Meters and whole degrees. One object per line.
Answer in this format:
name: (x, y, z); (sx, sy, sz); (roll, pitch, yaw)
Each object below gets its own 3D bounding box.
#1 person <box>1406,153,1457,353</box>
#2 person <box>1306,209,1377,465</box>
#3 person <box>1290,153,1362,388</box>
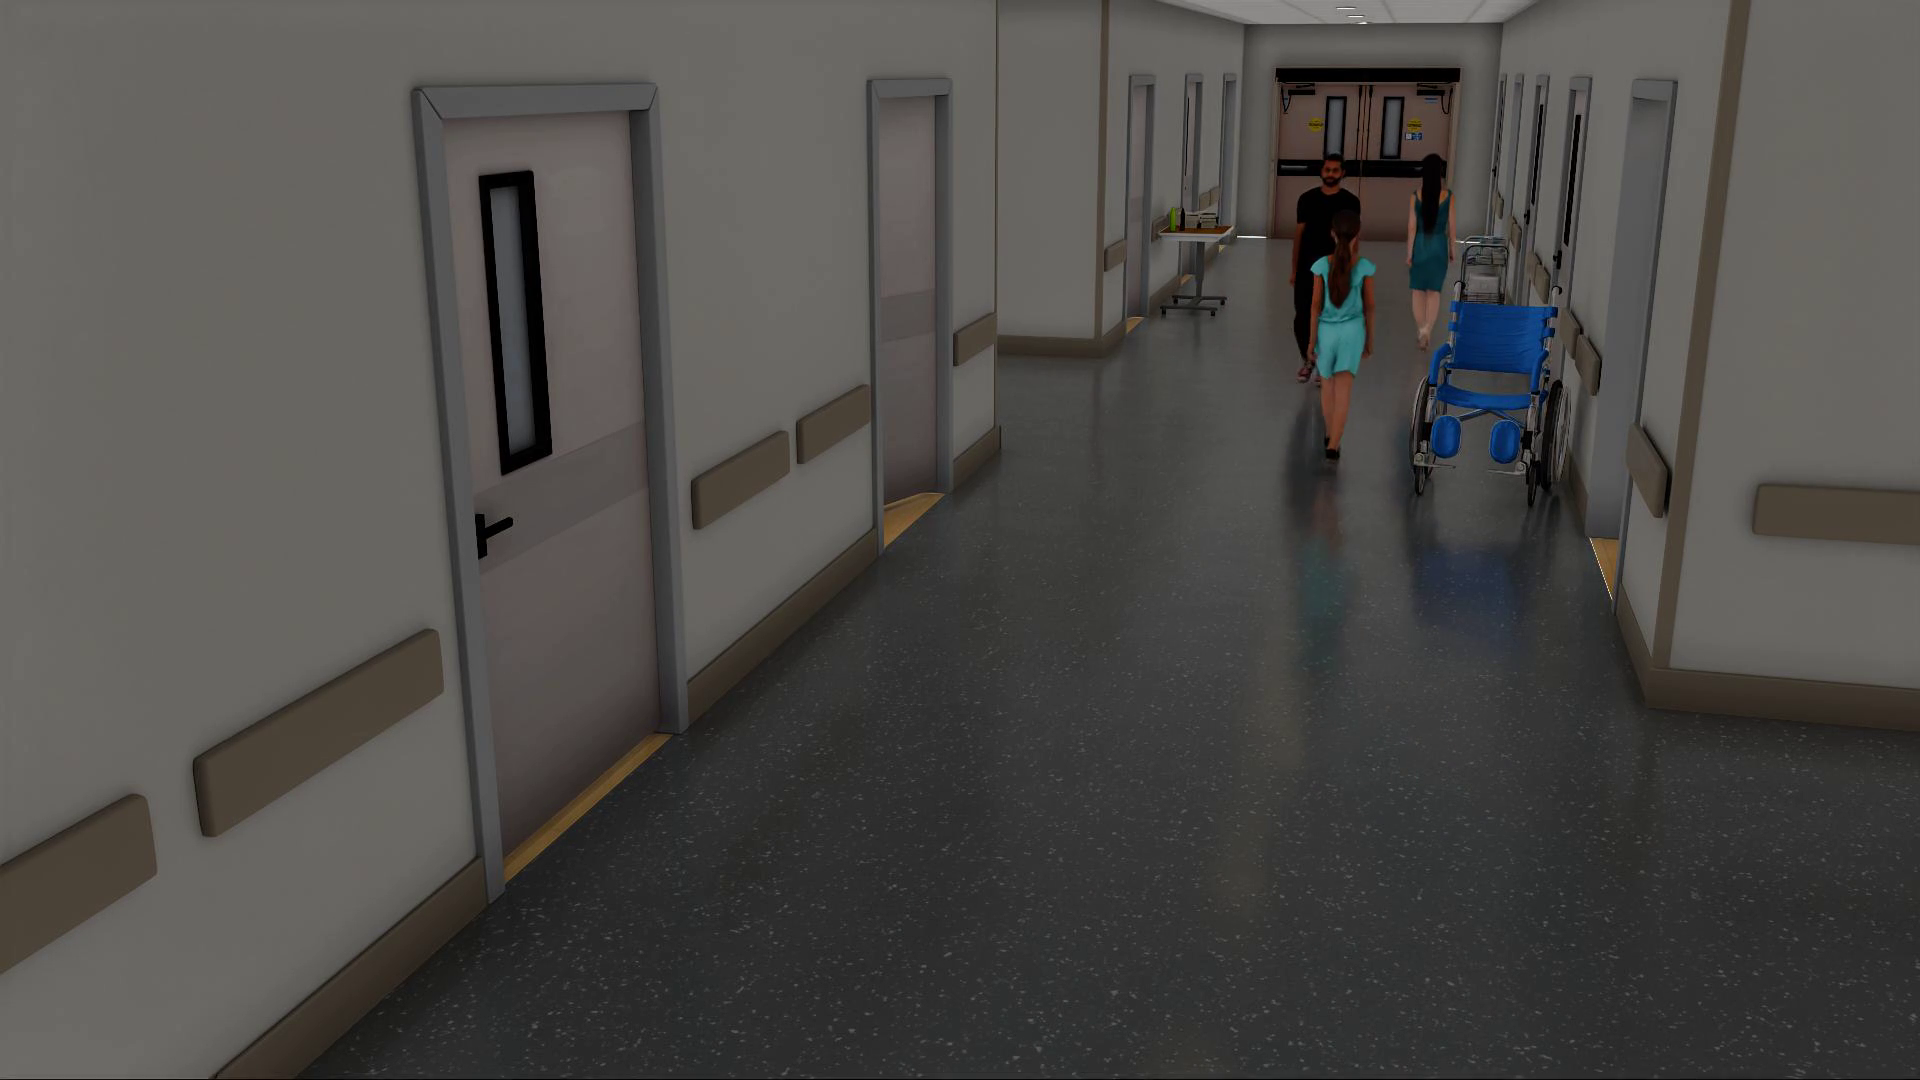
person: (3.932, -2.355, 13.948); (0.576, 1.648, 1.046); (4, 16, 15)
person: (2.294, -1.190, 10.047); (0.576, 1.522, 1.043); (5, 16, 16)
person: (2.773, -2.046, 12.667); (0.651, 1.747, 0.600); (5, 16, 16)
